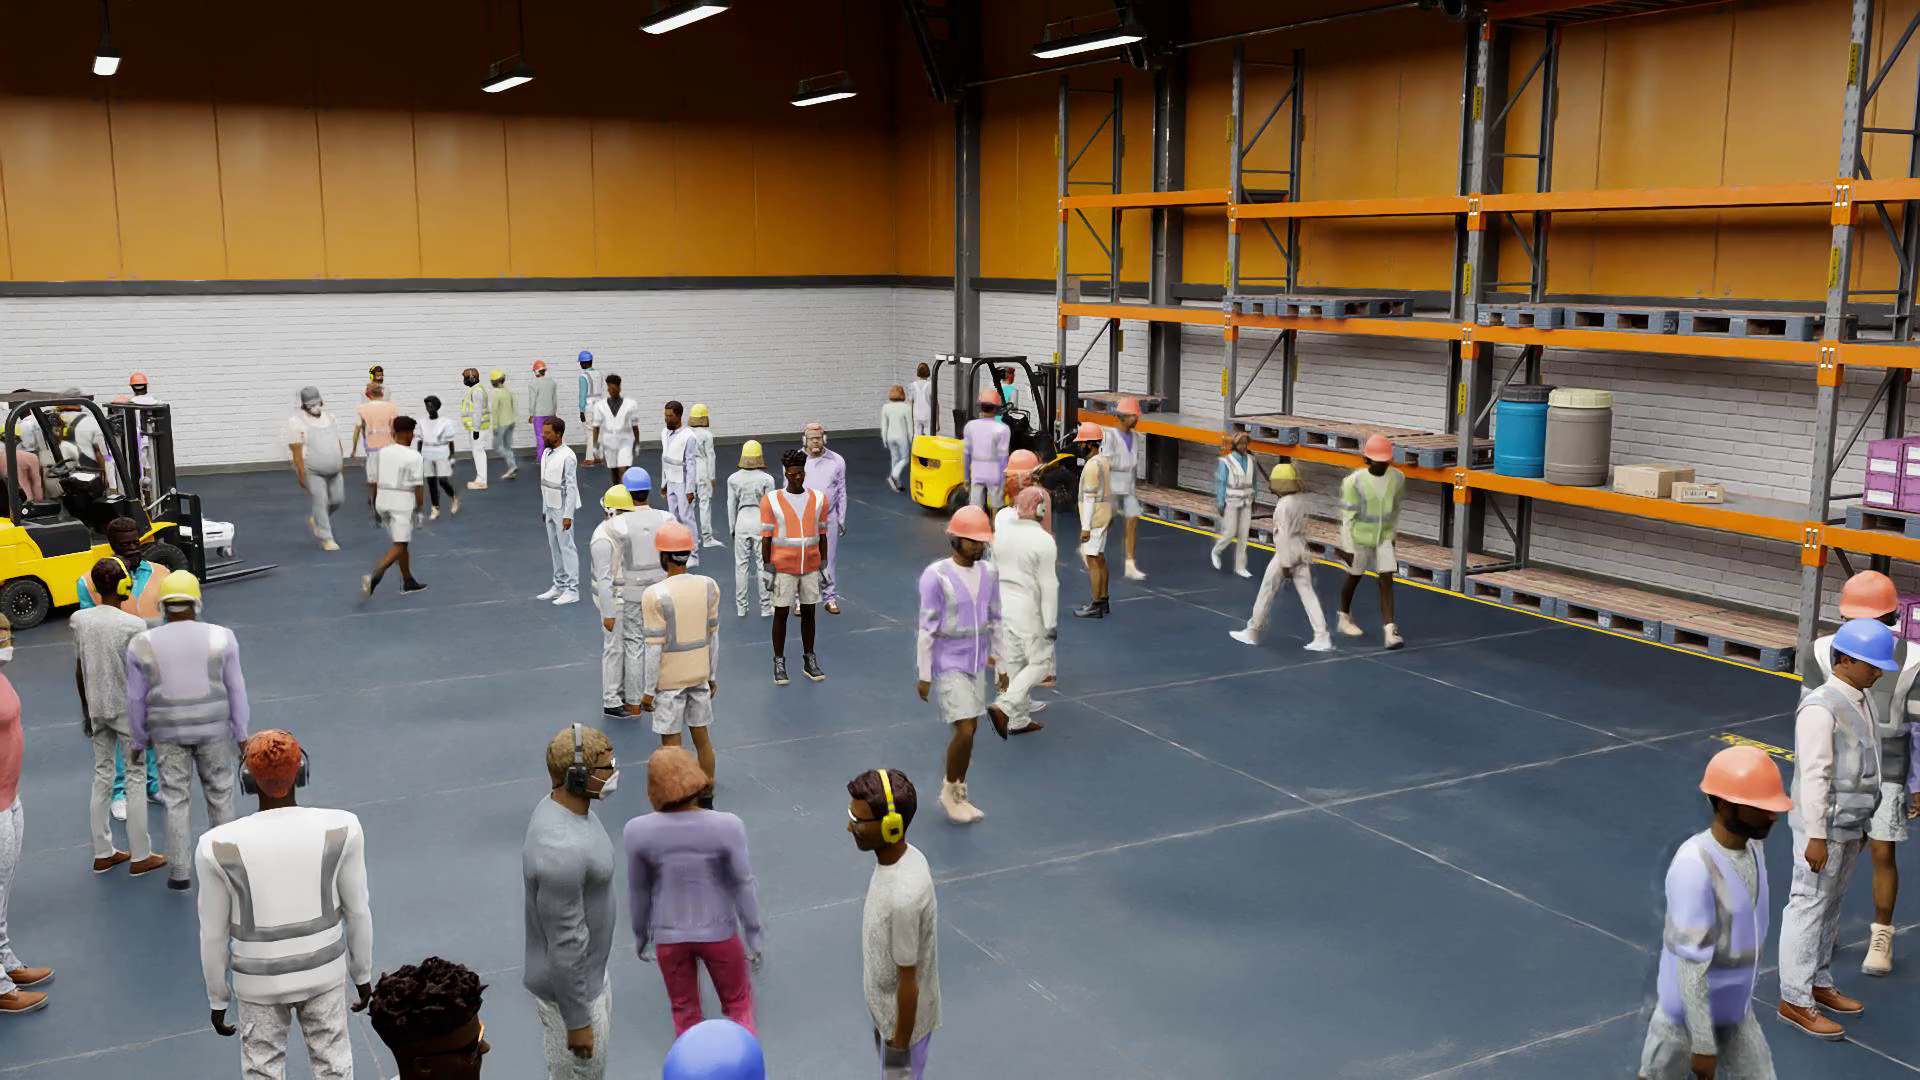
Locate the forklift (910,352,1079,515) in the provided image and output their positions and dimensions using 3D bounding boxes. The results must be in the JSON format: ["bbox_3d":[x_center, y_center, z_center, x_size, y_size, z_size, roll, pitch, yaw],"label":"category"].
[{"bbox_3d":[0.460,-1.461,22.833,2.313,2.155,1.214,-5,11,-28],"label":"forklift"}]

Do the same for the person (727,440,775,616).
[{"bbox_3d":[-2.032,-0.115,16.382,0.493,1.742,0.302,2,10,9],"label":"person"}]

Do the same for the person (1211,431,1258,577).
[{"bbox_3d":[3.047,-0.404,18.395,0.517,1.624,0.440,-6,11,-30],"label":"person"}]

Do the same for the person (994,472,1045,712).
[{"bbox_3d":[0.446,0.402,13.004,0.356,1.883,0.574,-3,10,-19],"label":"person"}]

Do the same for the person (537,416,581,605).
[{"bbox_3d":[-4.092,-0.311,16.996,0.392,1.922,0.592,-8,13,-39],"label":"person"}]

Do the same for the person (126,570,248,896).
[{"bbox_3d":[-4.351,1.086,9.390,0.631,1.812,0.656,-4,11,-24],"label":"person"}]

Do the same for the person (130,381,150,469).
[{"bbox_3d":[-12.157,-1.563,24.702,0.535,1.756,0.371,10,14,44],"label":"person"}]

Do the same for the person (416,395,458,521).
[{"bbox_3d":[-6.996,-1.102,22.238,0.542,1.689,0.400,2,10,12],"label":"person"}]

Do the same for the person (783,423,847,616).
[{"bbox_3d":[-1.424,-0.202,16.413,0.642,1.908,0.407,-3,10,-15],"label":"person"}]

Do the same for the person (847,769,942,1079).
[{"bbox_3d":[-0.226,1.682,5.712,0.323,1.861,0.515,-1,10,-6],"label":"person"}]

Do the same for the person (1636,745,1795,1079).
[{"bbox_3d":[2.703,1.640,5.883,0.563,1.879,1.012,-8,12,-37],"label":"person"}]

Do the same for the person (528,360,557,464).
[{"bbox_3d":[-7.073,-2.161,28.132,0.335,1.748,0.572,8,12,38],"label":"person"}]

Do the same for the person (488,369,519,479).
[{"bbox_3d":[-7.196,-1.811,26.145,0.442,1.744,0.577,3,10,16],"label":"person"}]

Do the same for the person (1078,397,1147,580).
[{"bbox_3d":[1.706,-0.590,18.375,0.629,2.008,0.966,-8,13,-39],"label":"person"}]

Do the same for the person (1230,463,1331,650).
[{"bbox_3d":[2.956,0.149,15.017,0.938,1.685,0.473,8,13,38],"label":"person"}]

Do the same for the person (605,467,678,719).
[{"bbox_3d":[-2.436,0.407,12.786,0.601,1.949,0.384,-6,11,-30],"label":"person"}]

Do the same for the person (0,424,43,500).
[{"bbox_3d":[-10.213,-0.402,18.002,0.531,1.760,0.340,-4,11,-20],"label":"person"}]

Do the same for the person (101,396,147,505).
[{"bbox_3d":[-9.547,-0.685,19.106,0.362,1.935,0.553,3,10,14],"label":"person"}]

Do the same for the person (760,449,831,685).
[{"bbox_3d":[-1.364,0.214,13.848,0.607,1.966,0.367,-5,11,-25],"label":"person"}]

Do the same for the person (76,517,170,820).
[{"bbox_3d":[-5.289,0.798,10.621,0.390,1.920,0.588,7,12,36],"label":"person"}]

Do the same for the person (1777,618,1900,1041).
[{"bbox_3d":[4.035,1.302,7.665,0.403,1.937,0.604,10,14,44],"label":"person"}]

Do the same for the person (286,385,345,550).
[{"bbox_3d":[-7.733,-0.894,20.008,0.684,2.000,0.702,6,12,32],"label":"person"}]

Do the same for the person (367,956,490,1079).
[{"bbox_3d":[-1.236,1.931,3.955,0.367,1.966,0.604,-3,10,-19],"label":"person"}]

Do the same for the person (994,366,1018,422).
[{"bbox_3d":[0.696,-1.722,25.338,0.382,1.844,0.566,-7,12,-35],"label":"person"}]

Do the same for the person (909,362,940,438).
[{"bbox_3d":[-0.558,-1.871,26.194,0.507,1.847,0.345,3,10,18],"label":"person"}]

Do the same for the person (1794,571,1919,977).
[{"bbox_3d":[4.489,1.148,8.308,0.612,2.029,0.410,8,12,37],"label":"person"}]

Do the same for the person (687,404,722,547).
[{"bbox_3d":[-3.163,-0.788,20.253,0.485,1.744,0.309,6,12,31],"label":"person"}]

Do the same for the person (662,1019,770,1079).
[{"bbox_3d":[-0.529,1.992,3.665,0.605,1.948,0.390,1,10,6],"label":"person"}]

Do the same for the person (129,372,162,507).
[{"bbox_3d":[-11.224,-1.337,22.878,0.376,1.929,0.551,9,13,42],"label":"person"}]

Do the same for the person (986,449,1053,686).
[{"bbox_3d":[0.426,0.227,13.766,0.823,1.964,0.634,4,11,20],"label":"person"}]

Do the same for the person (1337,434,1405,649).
[{"bbox_3d":[3.760,-0.004,15.129,0.652,1.952,1.079,-2,10,-12],"label":"person"}]

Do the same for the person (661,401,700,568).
[{"bbox_3d":[-3.172,-0.635,18.904,0.384,1.912,0.593,-8,13,-39],"label":"person"}]

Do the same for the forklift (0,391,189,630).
[{"bbox_3d":[-9.026,-0.363,16.508,1.214,2.155,2.313,6,11,29],"label":"forklift"}]

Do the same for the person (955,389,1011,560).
[{"bbox_3d":[0.263,-0.722,19.097,0.616,2.021,0.827,6,11,31],"label":"person"}]

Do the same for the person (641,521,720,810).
[{"bbox_3d":[-1.745,0.844,10.307,0.363,1.935,0.551,9,14,43],"label":"person"}]

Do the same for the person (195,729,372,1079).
[{"bbox_3d":[-2.439,1.611,6.070,0.579,1.878,0.352,-5,11,-26],"label":"person"}]

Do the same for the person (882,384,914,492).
[{"bbox_3d":[-0.941,-1.496,24.667,0.512,1.619,0.528,5,11,28],"label":"person"}]

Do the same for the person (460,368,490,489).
[{"bbox_3d":[-7.352,-1.696,25.250,0.429,1.830,0.636,-4,10,-20],"label":"person"}]

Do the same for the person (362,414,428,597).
[{"bbox_3d":[-5.868,-0.325,17.155,0.620,1.912,0.875,5,11,25],"label":"person"}]

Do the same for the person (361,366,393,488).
[{"bbox_3d":[-8.853,-1.722,25.312,0.323,1.860,0.519,8,13,40],"label":"person"}]

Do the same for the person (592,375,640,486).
[{"bbox_3d":[-4.726,-1.316,22.825,0.619,1.905,1.018,0,10,0],"label":"person"}]

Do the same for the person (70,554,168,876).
[{"bbox_3d":[-4.847,1.009,9.582,0.505,1.864,0.329,2,10,13],"label":"person"}]

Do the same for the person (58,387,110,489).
[{"bbox_3d":[-10.403,-0.829,19.637,0.763,2.000,0.920,-1,10,-8],"label":"person"}]

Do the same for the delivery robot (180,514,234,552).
[{"bbox_3d":[-8.789,-0.062,19.223,0.707,0.478,0.477,-8,12,-37],"label":"delivery robot"}]

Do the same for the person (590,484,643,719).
[{"bbox_3d":[-2.621,0.470,12.801,0.403,1.820,0.602,1,10,6],"label":"person"}]

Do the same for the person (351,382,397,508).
[{"bbox_3d":[-8.035,-1.270,22.881,0.592,1.793,0.978,-9,13,-42],"label":"person"}]

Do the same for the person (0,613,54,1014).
[{"bbox_3d":[-4.587,1.266,7.880,0.373,1.936,0.627,-4,10,-20],"label":"person"}]

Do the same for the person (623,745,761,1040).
[{"bbox_3d":[-1.078,1.621,6.777,0.571,1.606,0.316,0,10,-1],"label":"person"}]

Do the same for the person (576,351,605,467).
[{"bbox_3d":[-6.179,-2.189,27.771,0.416,1.939,0.604,4,10,19],"label":"person"}]

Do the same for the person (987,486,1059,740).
[{"bbox_3d":[0.424,0.550,12.174,0.589,1.878,0.687,-8,13,-40],"label":"person"}]

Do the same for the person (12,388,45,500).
[{"bbox_3d":[-11.093,-0.829,19.848,0.368,1.966,0.603,-3,10,-17],"label":"person"}]

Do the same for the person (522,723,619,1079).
[{"bbox_3d":[-1.382,1.599,5.980,0.359,1.932,0.628,-2,10,-10],"label":"person"}]

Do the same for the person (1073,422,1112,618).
[{"bbox_3d":[1.288,-0.195,16.328,0.392,1.929,0.539,3,10,15],"label":"person"}]

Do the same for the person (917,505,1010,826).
[{"bbox_3d":[0.064,0.787,10.361,0.627,2.024,0.505,-9,14,-43],"label":"person"}]
